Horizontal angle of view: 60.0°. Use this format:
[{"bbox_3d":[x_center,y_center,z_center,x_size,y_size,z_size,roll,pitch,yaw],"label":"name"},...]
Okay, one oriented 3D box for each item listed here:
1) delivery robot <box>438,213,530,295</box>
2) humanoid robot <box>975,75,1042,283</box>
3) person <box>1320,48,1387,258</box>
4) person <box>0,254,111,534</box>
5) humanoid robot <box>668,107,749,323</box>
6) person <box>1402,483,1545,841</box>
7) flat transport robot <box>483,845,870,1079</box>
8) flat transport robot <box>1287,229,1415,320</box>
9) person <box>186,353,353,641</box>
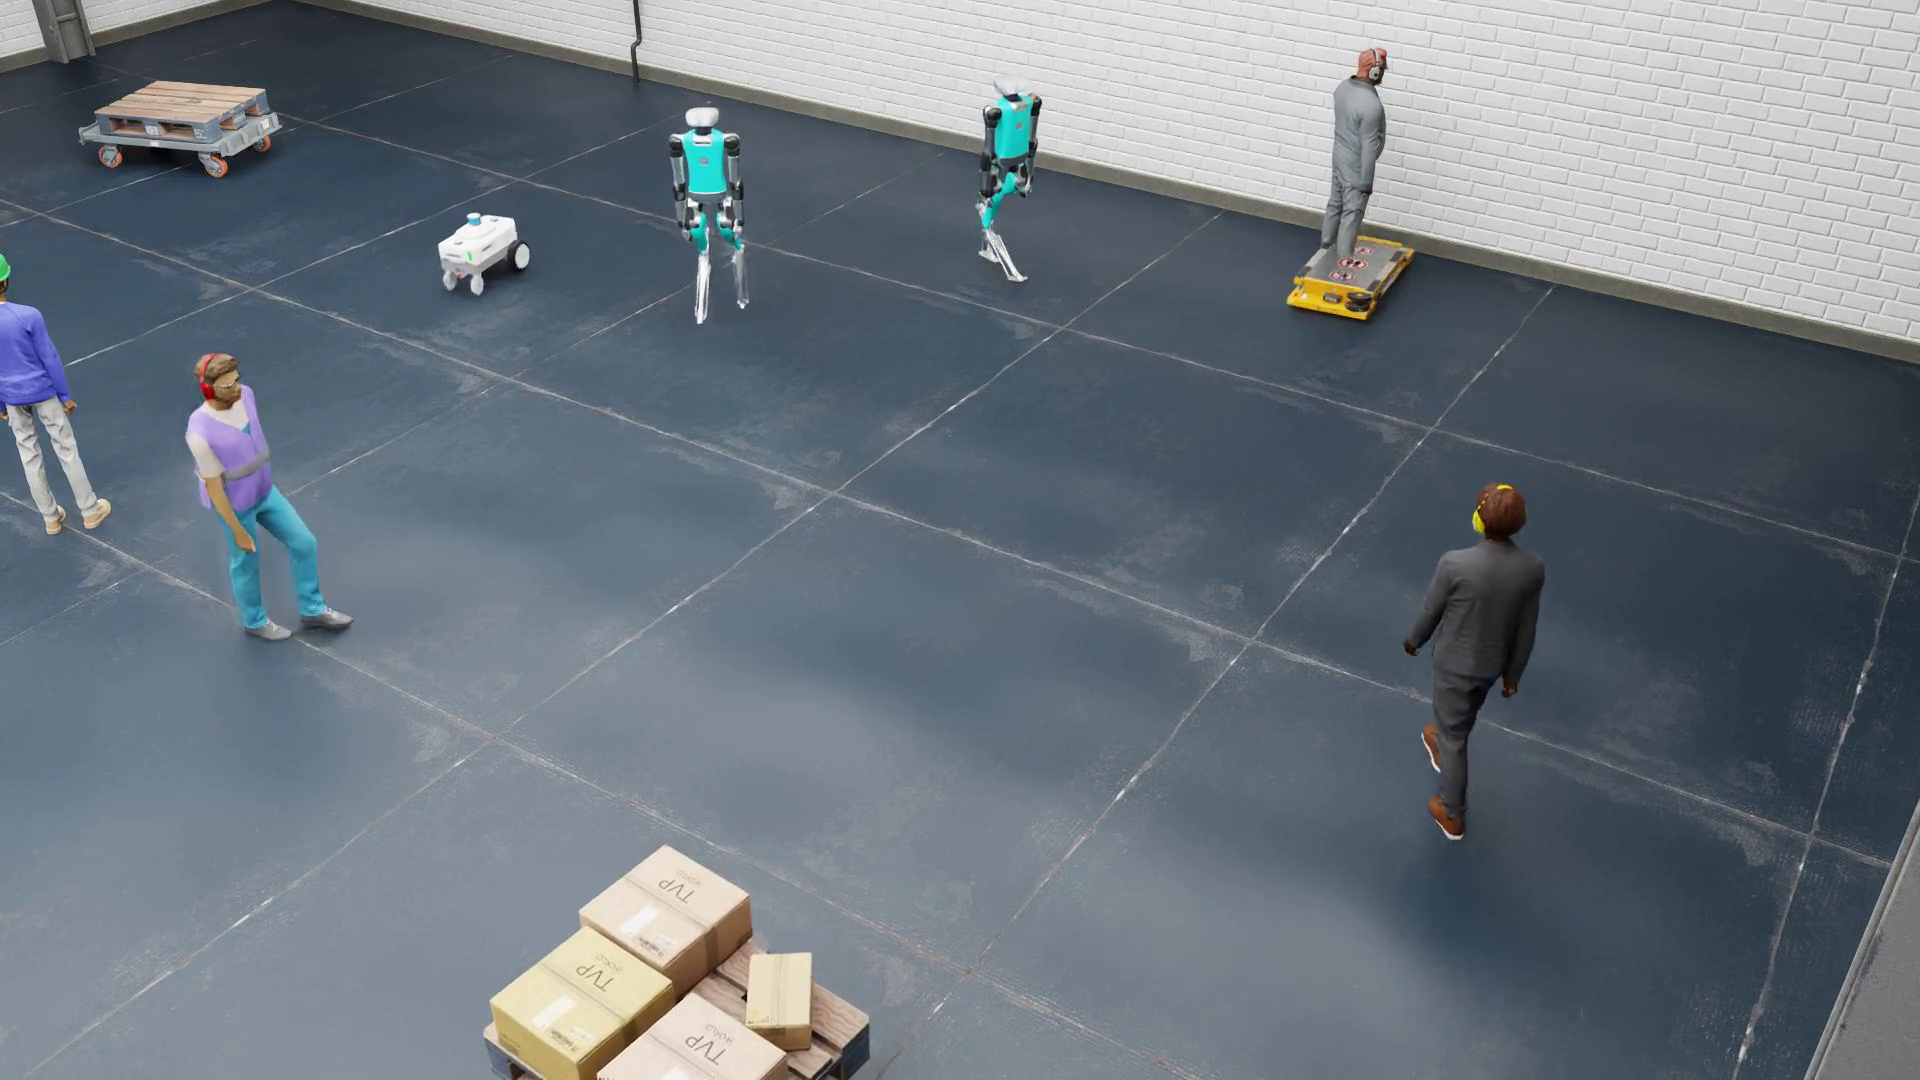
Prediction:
[{"bbox_3d":[-3.961,-2.408,13.722,0.499,0.577,0.769,11,34,17],"label":"delivery robot"},{"bbox_3d":[0.287,-2.945,13.473,0.541,1.741,0.965,-22,39,-30],"label":"humanoid robot"},{"bbox_3d":[3.218,-3.034,13.475,0.405,1.899,0.629,-7,33,-10],"label":"person"},{"bbox_3d":[-5.680,-0.890,10.161,0.460,1.873,0.341,-8,34,-12],"label":"person"},{"bbox_3d":[-1.915,-2.545,12.888,0.531,1.800,0.798,-2,33,-3],"label":"humanoid robot"},{"bbox_3d":[2.416,0.504,8.021,0.497,1.840,0.883,-4,33,-6],"label":"person"},{"bbox_3d":[-1.129,2.212,6.814,0.659,0.231,1.431,22,39,31],"label":"flat transport robot"},{"bbox_3d":[3.236,-2.206,13.688,0.659,0.231,1.431,16,36,23],"label":"flat transport robot"},{"bbox_3d":[-3.814,-0.197,9.125,0.738,1.816,0.590,5,33,8],"label":"person"}]
